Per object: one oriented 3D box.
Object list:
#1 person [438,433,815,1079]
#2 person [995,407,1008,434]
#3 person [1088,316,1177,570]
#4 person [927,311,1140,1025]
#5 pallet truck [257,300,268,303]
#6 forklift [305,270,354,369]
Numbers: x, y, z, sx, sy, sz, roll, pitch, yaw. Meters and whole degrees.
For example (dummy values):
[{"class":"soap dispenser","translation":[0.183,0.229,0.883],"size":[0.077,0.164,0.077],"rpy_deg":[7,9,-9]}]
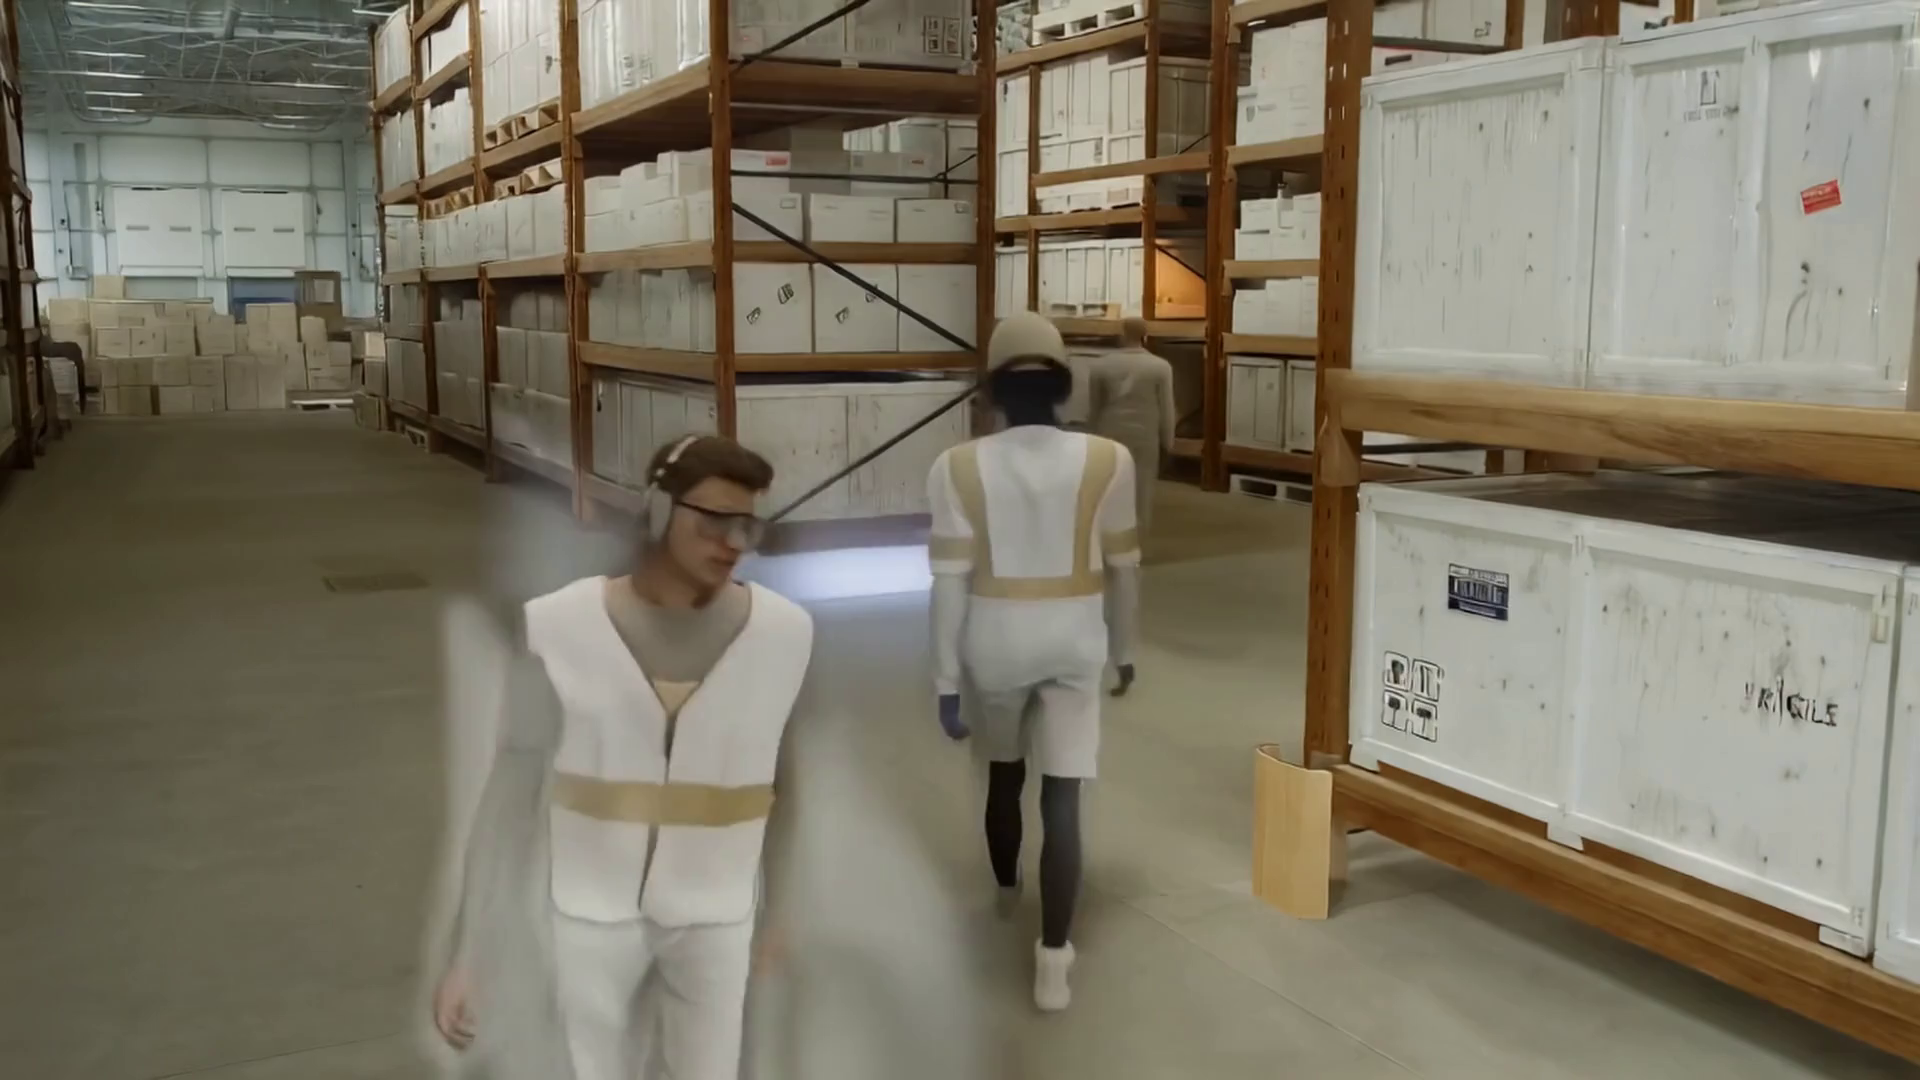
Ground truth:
[{"class":"person","translation":[-0.586,0.693,3.073],"size":[0.664,1.788,0.976],"rpy_deg":[-2,8,-12]},{"class":"person","translation":[0.454,-0.757,13.436],"size":[0.538,1.672,0.696],"rpy_deg":[-3,9,-22]},{"class":"person","translation":[1.302,-0.724,12.455],"size":[0.640,1.890,0.652],"rpy_deg":[3,9,19]},{"class":"person","translation":[0.218,0.333,4.897],"size":[0.611,1.993,1.073],"rpy_deg":[1,8,5]},{"class":"pallet truck","translation":[-23.913,-7.404,58.171],"size":[1.885,1.965,0.823],"rpy_deg":[-1,8,-9]},{"class":"forklift","translation":[-17.965,-6.238,47.102],"size":[1.129,2.768,1.873],"rpy_deg":[-5,10,-32]}]
